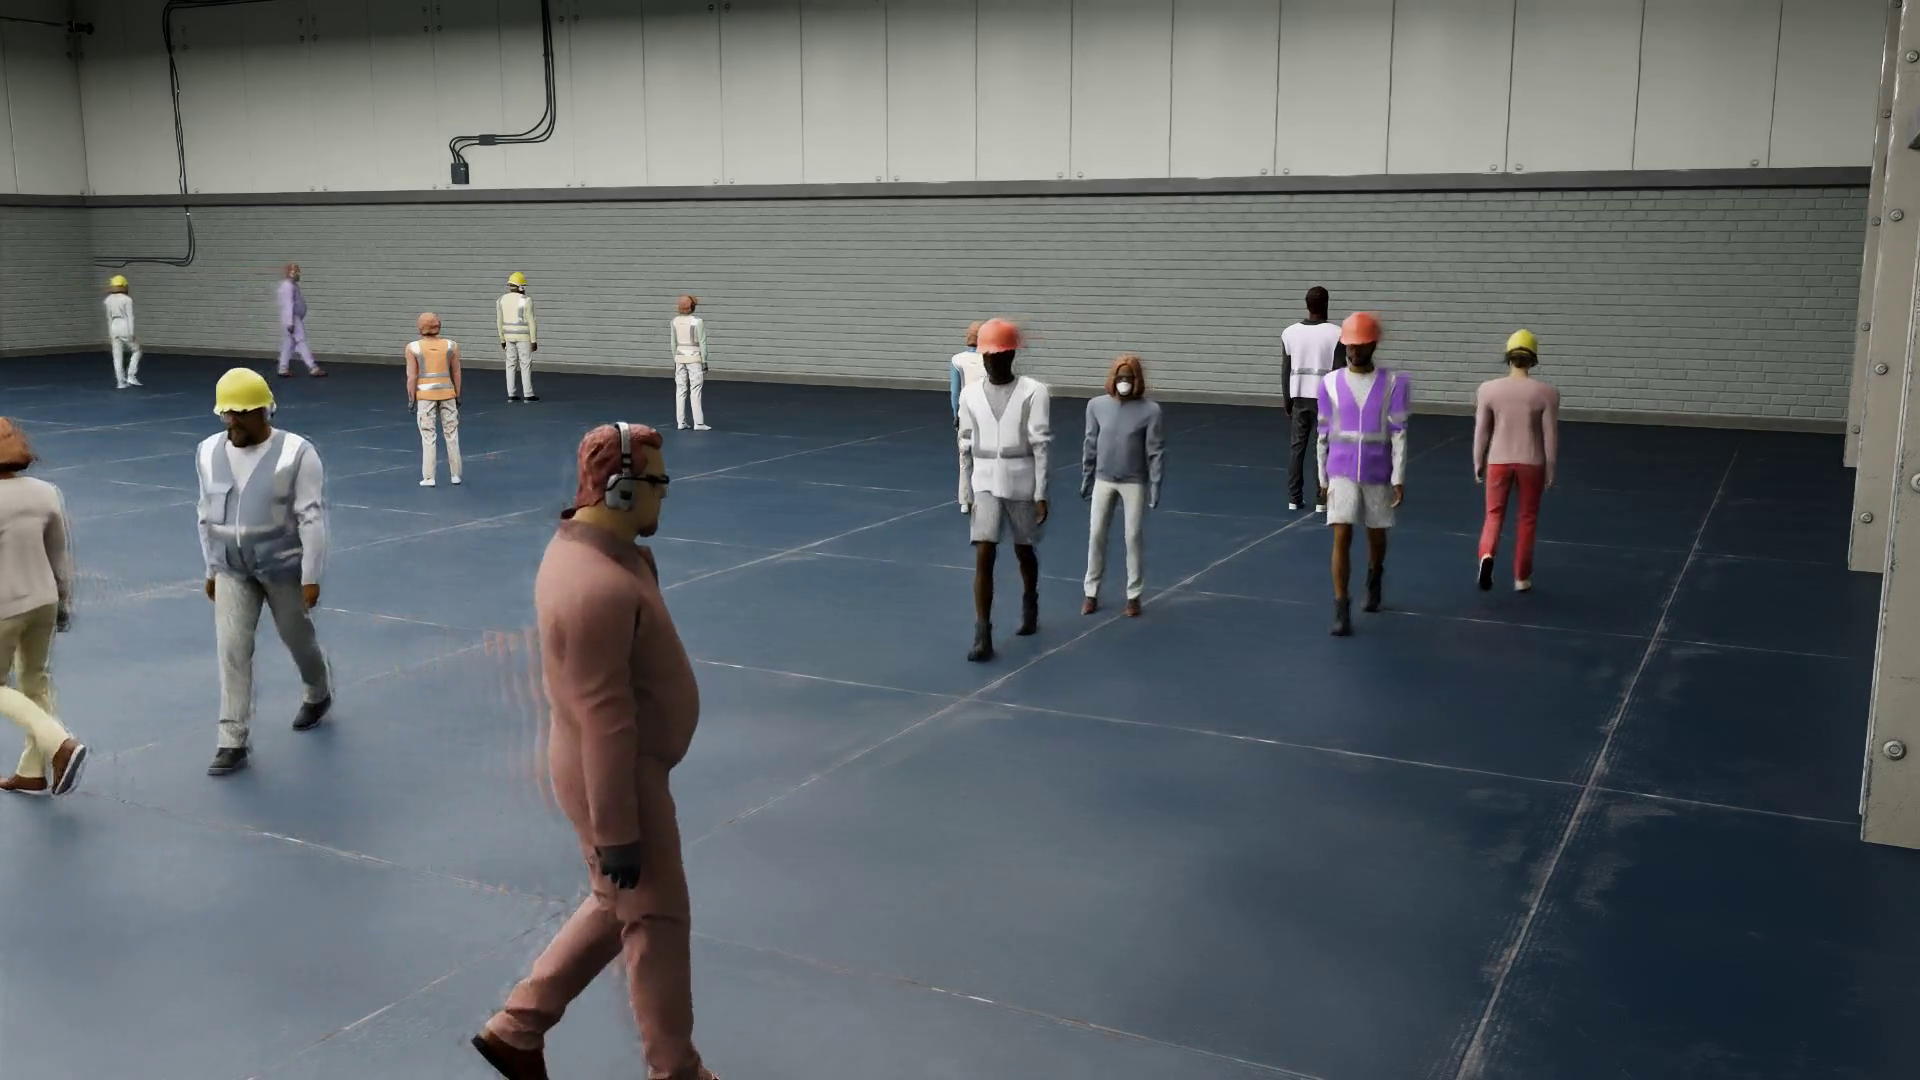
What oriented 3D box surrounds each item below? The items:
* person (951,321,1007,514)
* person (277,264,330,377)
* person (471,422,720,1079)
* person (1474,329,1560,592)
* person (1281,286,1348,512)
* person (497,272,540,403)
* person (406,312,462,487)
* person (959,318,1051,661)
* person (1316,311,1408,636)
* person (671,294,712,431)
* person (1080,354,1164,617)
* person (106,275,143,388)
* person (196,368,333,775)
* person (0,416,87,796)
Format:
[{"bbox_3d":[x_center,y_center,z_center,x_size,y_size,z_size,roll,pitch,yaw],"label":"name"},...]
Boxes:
[{"bbox_3d":[0.169,-1.017,13.991,0.511,1.638,0.308,3,11,18],"label":"person"},{"bbox_3d":[-10.968,-3.622,27.559,0.824,1.869,0.669,-5,11,-25],"label":"person"},{"bbox_3d":[-0.926,0.632,4.329,0.712,1.884,0.664,-3,11,-15],"label":"person"},{"bbox_3d":[3.607,-0.491,10.845,0.529,1.752,0.597,5,12,26],"label":"person"},{"bbox_3d":[3.019,-1.197,14.200,0.592,1.922,0.392,7,13,34],"label":"person"},{"bbox_3d":[-6.207,-2.844,23.420,0.600,1.829,0.404,4,11,19],"label":"person"},{"bbox_3d":[-4.920,-1.312,15.594,0.513,1.639,0.311,-7,12,-32],"label":"person"},{"bbox_3d":[0.271,-0.317,9.476,0.555,1.903,0.960,3,11,15],"label":"person"},{"bbox_3d":[2.412,-0.426,10.022,0.544,1.914,0.870,3,11,16],"label":"person"},{"bbox_3d":[-3.260,-2.133,20.062,0.514,1.645,0.309,6,12,28],"label":"person"},{"bbox_3d":[1.000,-0.335,10.303,0.531,1.628,0.323,4,11,20],"label":"person"},{"bbox_3d":[-12.925,-3.220,25.739,0.506,1.723,0.499,3,11,14],"label":"person"},{"bbox_3d":[-3.159,0.092,7.582,0.597,1.779,0.950,0,10,1],"label":"person"},{"bbox_3d":[-3.865,0.295,6.869,0.503,1.617,0.522,3,11,18],"label":"person"}]
